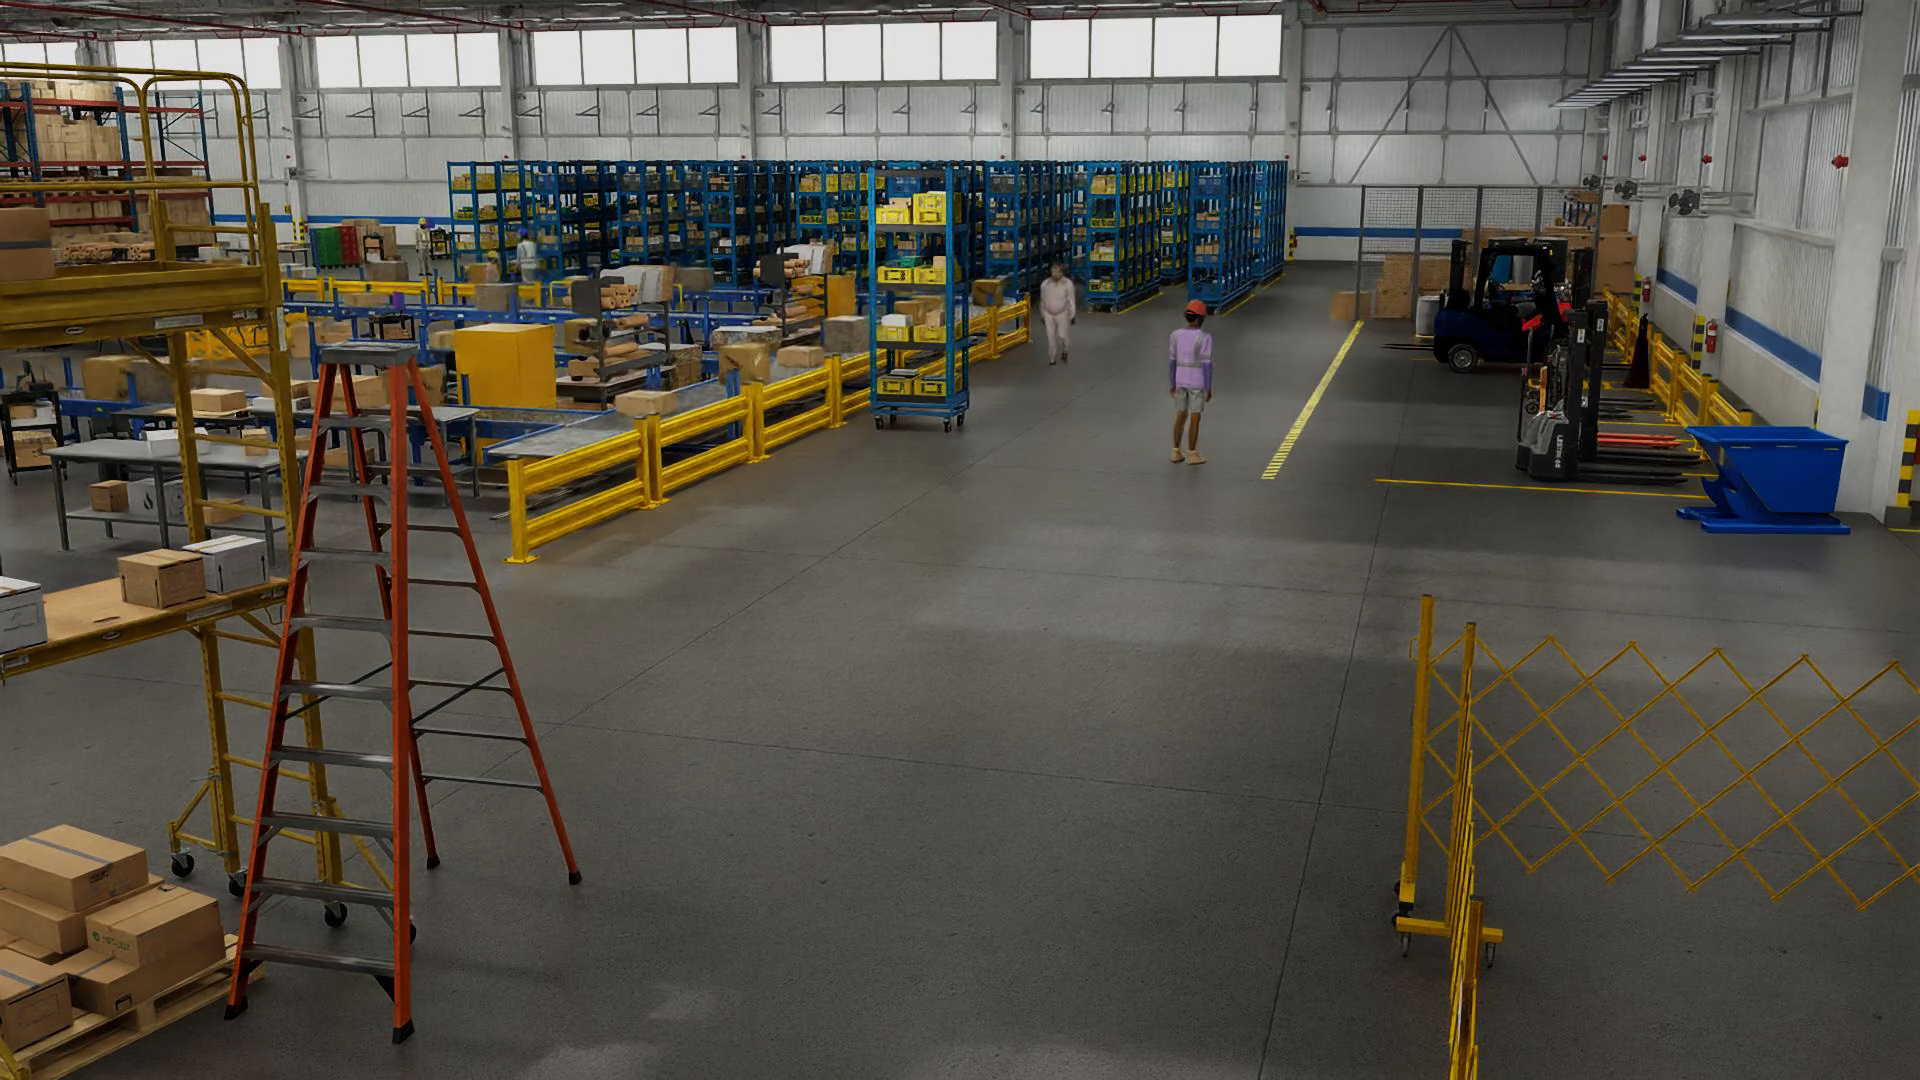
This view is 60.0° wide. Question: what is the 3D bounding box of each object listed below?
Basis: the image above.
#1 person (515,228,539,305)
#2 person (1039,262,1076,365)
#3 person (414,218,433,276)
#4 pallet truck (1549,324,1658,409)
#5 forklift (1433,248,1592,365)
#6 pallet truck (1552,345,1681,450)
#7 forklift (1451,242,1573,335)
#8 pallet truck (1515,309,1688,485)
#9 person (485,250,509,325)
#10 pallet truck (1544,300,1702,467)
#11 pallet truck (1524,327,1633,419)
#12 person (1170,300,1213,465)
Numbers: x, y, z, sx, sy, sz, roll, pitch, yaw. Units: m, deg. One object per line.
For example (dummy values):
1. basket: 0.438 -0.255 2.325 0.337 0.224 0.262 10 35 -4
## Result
1. person: -11.096 -6.991 42.531 0.477 1.931 0.642 10 16 36
2. person: 1.758 -4.103 30.201 0.653 1.880 0.434 4 14 16
3. person: -16.931 -9.246 52.500 0.404 1.830 0.601 8 15 32
4. pallet truck: 9.824 -2.669 25.407 1.601 1.201 0.680 4 14 16
5. forklift: 9.780 -4.111 29.280 2.680 1.987 1.157 3 13 14
6. pallet truck: 8.641 -1.896 21.908 1.630 1.274 0.653 4 14 16
7. forklift: 10.464 -4.597 31.405 2.680 1.987 1.157 4 14 16
8. pallet truck: 7.554 -1.677 19.446 1.885 1.965 0.823 3 13 14
9. person: -10.056 -5.435 36.243 0.768 1.734 0.539 1 13 4
10. pallet truck: 8.263 -1.952 20.631 1.885 1.965 0.823 5 14 20
11. pallet truck: 9.065 -2.460 24.370 1.522 1.261 0.704 3 13 14
12. person: 2.864 -1.938 20.519 0.419 2.030 0.630 -12 18 -42
